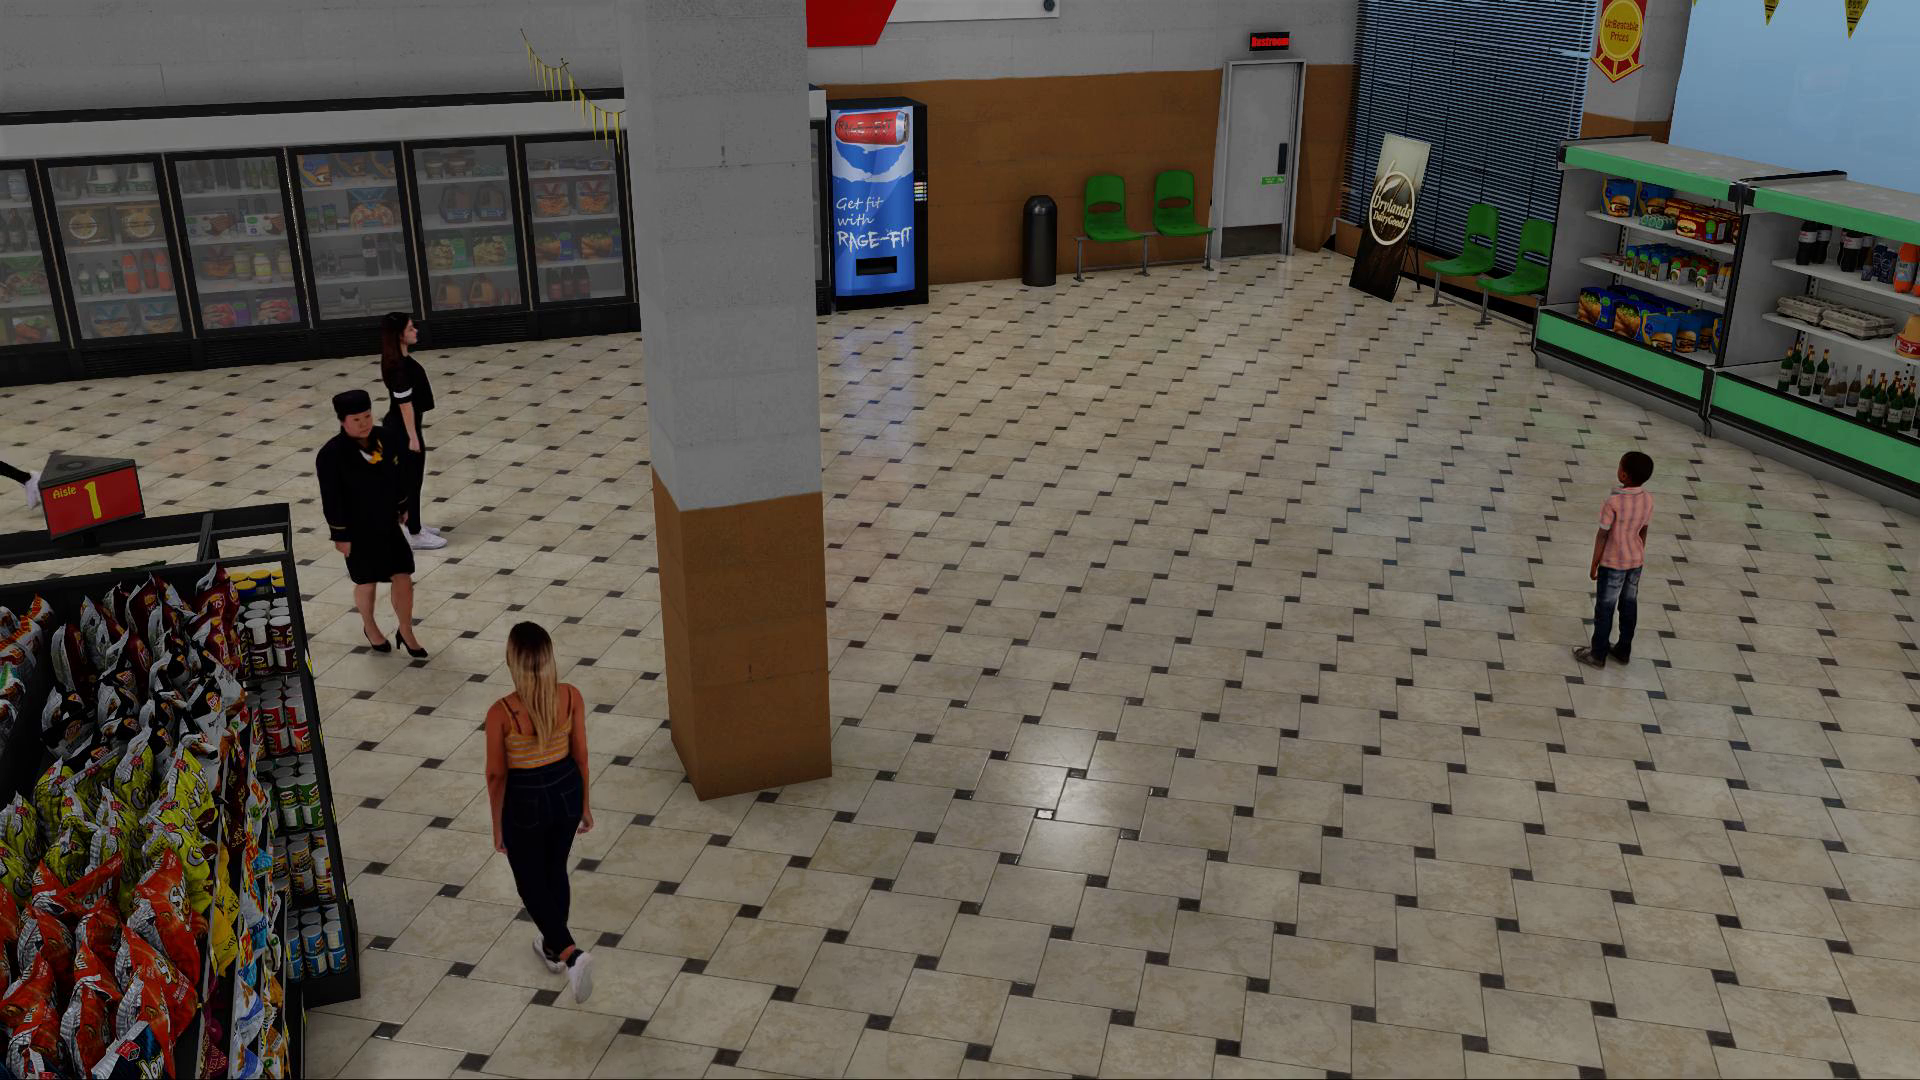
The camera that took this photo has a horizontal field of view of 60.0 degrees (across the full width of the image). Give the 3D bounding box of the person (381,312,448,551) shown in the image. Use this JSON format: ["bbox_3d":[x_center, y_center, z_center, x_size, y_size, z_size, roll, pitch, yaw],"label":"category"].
[{"bbox_3d":[-3.742,-0.744,11.245,0.666,1.638,0.526,-9,24,-21],"label":"person"}]

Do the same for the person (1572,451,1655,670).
[{"bbox_3d":[3.806,0.112,9.559,0.503,1.306,0.501,-5,23,-13],"label":"person"}]

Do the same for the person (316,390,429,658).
[{"bbox_3d":[-3.437,-0.090,9.614,0.899,1.641,0.856,19,29,39],"label":"person"}]

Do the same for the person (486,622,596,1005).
[{"bbox_3d":[-1.641,1.117,6.647,0.719,1.613,0.988,-14,26,-31],"label":"person"}]
